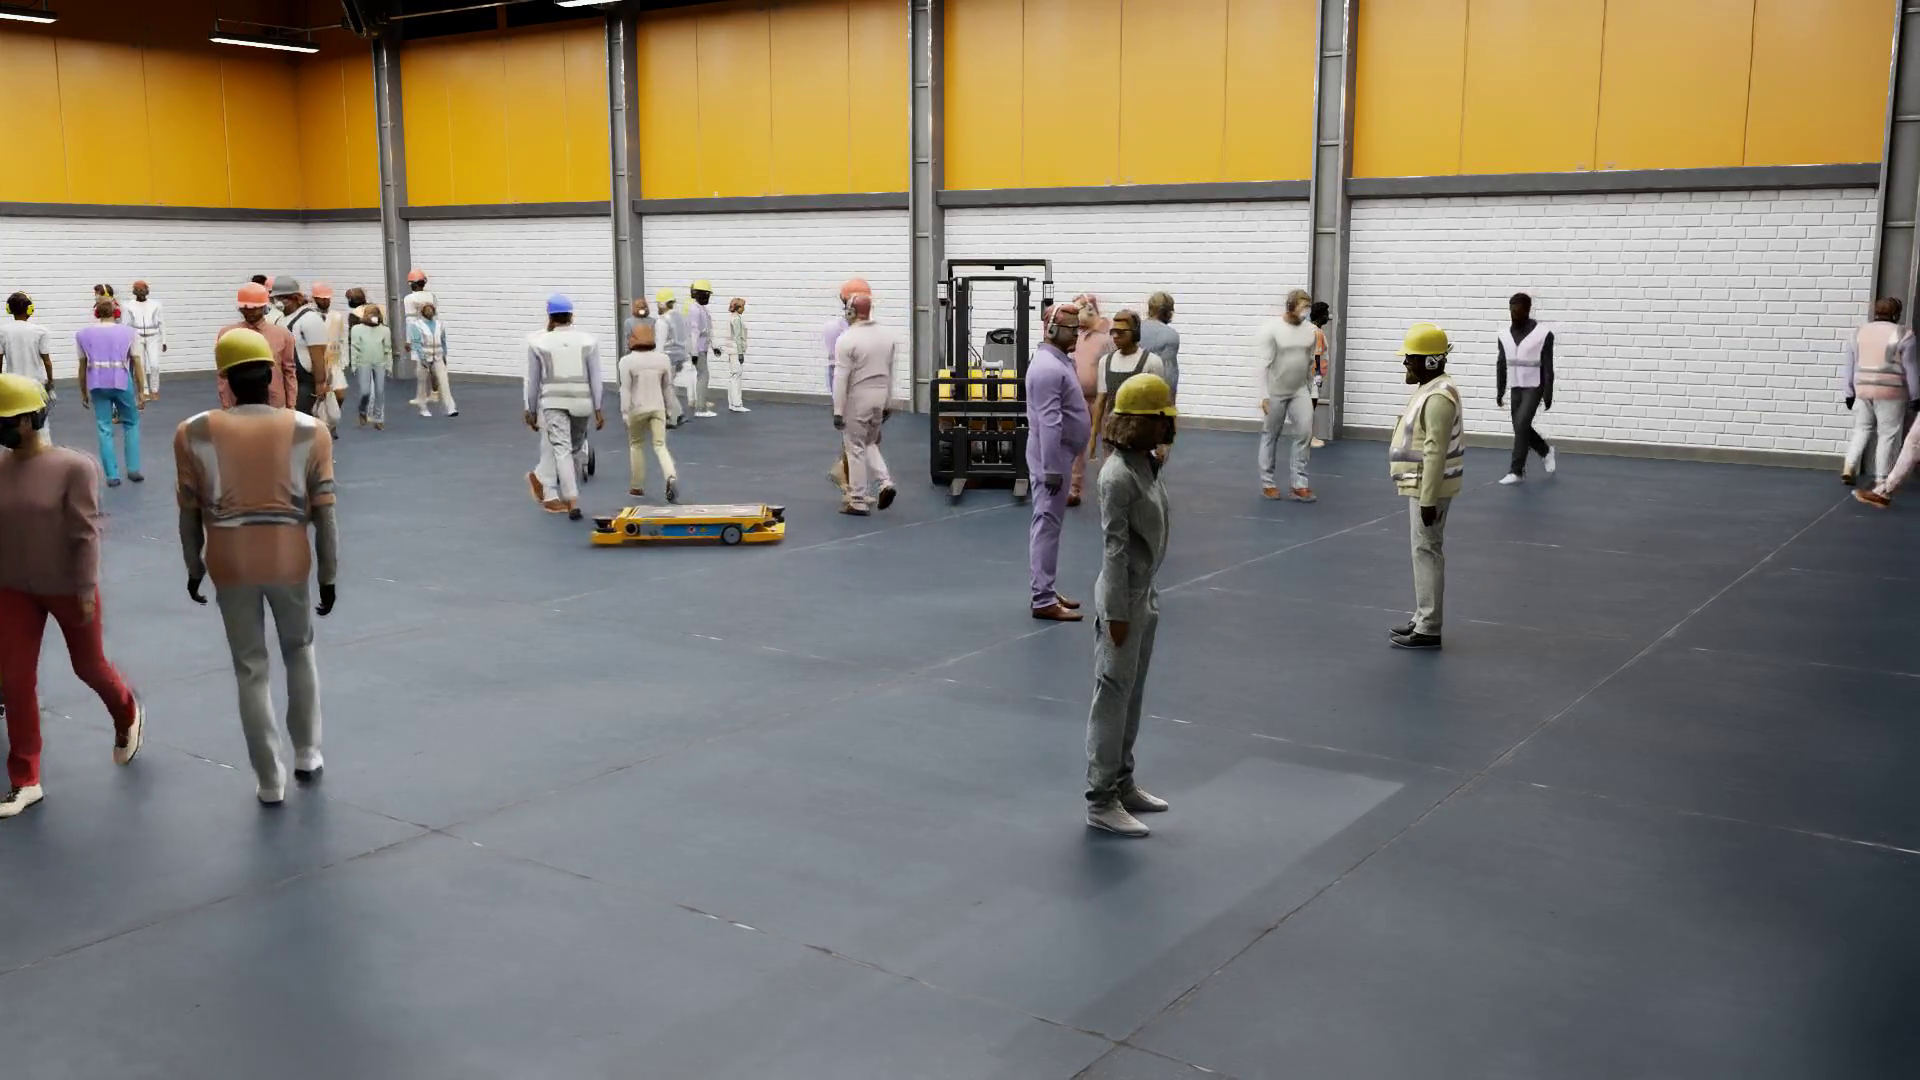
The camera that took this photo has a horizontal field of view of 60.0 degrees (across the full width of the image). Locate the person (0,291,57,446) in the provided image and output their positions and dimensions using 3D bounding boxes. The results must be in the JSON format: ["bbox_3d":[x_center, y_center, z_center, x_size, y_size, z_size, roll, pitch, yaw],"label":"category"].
[{"bbox_3d":[-9.000,-1.455,16.037,0.515,1.872,0.333,-2,10,-13],"label":"person"}]

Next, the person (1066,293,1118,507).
[{"bbox_3d":[1.126,-1.199,14.473,0.680,1.873,0.768,7,12,37],"label":"person"}]

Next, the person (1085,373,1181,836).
[{"bbox_3d":[0.673,0.235,6.348,0.324,1.742,0.492,4,10,21],"label":"person"}]

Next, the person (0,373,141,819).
[{"bbox_3d":[-3.676,0.173,6.756,0.512,1.727,0.843,0,10,-1],"label":"person"}]

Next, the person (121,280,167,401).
[{"bbox_3d":[-12.500,-3.039,25.493,0.615,1.859,0.646,-5,11,-28],"label":"person"}]

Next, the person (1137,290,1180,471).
[{"bbox_3d":[1.600,-1.165,14.192,0.655,1.910,0.453,9,13,42],"label":"person"}]

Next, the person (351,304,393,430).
[{"bbox_3d":[-7.513,-2.205,21.228,0.527,1.614,0.396,-7,12,-35],"label":"person"}]

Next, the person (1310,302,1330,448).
[{"bbox_3d":[4.128,-1.919,19.335,0.320,1.694,0.532,2,10,10],"label":"person"}]

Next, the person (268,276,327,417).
[{"bbox_3d":[-6.519,-1.538,16.022,0.706,2.000,0.788,8,13,41],"label":"person"}]

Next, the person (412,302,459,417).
[{"bbox_3d":[-7.237,-2.465,22.866,0.523,1.589,0.881,-9,13,-44],"label":"person"}]

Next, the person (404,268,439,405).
[{"bbox_3d":[-8.102,-3.047,24.994,0.366,2.047,0.607,5,11,28],"label":"person"}]

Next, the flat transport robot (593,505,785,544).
[{"bbox_3d":[-2.082,-0.131,12.905,1.431,0.197,0.652,-1,10,-5],"label":"flat transport robot"}]

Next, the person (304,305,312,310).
[{"bbox_3d":[-8.597,-2.347,21.361,0.669,1.870,0.690,-8,13,-40],"label":"person"}]

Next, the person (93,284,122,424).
[{"bbox_3d":[-11.306,-2.447,21.975,0.534,1.854,0.571,-5,11,-26],"label":"person"}]

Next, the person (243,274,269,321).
[{"bbox_3d":[-10.857,-3.172,26.019,0.645,1.946,0.617,3,10,16],"label":"person"}]

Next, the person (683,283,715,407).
[{"bbox_3d":[-3.871,-2.879,24.619,0.429,1.841,0.641,-5,11,-26],"label":"person"}]

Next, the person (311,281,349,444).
[{"bbox_3d":[-7.497,-2.080,19.625,0.554,1.923,0.445,-9,13,-43],"label":"person"}]

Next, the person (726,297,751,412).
[{"bbox_3d":[-3.205,-2.658,23.884,0.309,1.640,0.514,-3,10,-18],"label":"person"}]

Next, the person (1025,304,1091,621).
[{"bbox_3d":[0.596,-0.475,10.101,0.399,1.905,0.642,1,10,4],"label":"person"}]

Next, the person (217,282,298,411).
[{"bbox_3d":[-5.758,-1.114,13.660,0.609,1.986,0.391,-4,10,-21],"label":"person"}]

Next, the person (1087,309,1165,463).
[{"bbox_3d":[1.122,-0.694,11.650,0.522,1.822,0.659,8,12,40],"label":"person"}]

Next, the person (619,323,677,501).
[{"bbox_3d":[-2.812,-1.156,15.024,0.508,1.604,0.736,-5,11,-29],"label":"person"}]

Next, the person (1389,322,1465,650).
[{"bbox_3d":[2.595,-0.296,9.287,0.403,1.825,0.595,2,10,14],"label":"person"}]

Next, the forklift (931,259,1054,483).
[{"bbox_3d":[0.370,-1.738,16.759,1.214,2.155,2.313,1,10,3],"label":"forklift"}]

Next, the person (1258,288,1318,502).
[{"bbox_3d":[2.953,-1.278,14.857,0.665,1.907,0.767,-3,10,-18],"label":"person"}]

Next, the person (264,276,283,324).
[{"bbox_3d":[-8.352,-2.230,20.350,0.545,1.975,0.628,9,13,44],"label":"person"}]

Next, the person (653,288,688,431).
[{"bbox_3d":[-3.696,-2.280,21.124,0.419,1.811,0.590,3,10,16],"label":"person"}]

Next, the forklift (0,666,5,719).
[{"bbox_3d":[-5.296,-0.090,6.943,1.214,2.155,2.313,7,12,35],"label":"forklift"}]

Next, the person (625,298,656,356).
[{"bbox_3d":[-4.684,-2.755,24.496,0.529,1.615,0.479,-4,10,-21],"label":"person"}]

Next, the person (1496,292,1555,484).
[{"bbox_3d":[5.604,-1.495,16.315,0.820,1.873,0.606,-7,12,-34],"label":"person"}]

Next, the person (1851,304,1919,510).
[{"bbox_3d":[8.264,-1.195,14.247,1.001,1.941,0.642,7,12,36],"label":"person"}]

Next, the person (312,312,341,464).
[{"bbox_3d":[-6.829,-1.609,17.666,0.400,1.624,0.536,1,10,8],"label":"person"}]

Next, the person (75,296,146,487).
[{"bbox_3d":[-8.191,-1.439,16.091,0.594,1.816,0.705,-3,10,-17],"label":"person"}]

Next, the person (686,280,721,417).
[{"bbox_3d":[-3.586,-2.658,23.131,0.463,1.907,0.579,-2,10,-10],"label":"person"}]

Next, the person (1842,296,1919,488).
[{"bbox_3d":[8.672,-1.366,15.635,0.471,1.834,0.662,-5,11,-28],"label":"person"}]

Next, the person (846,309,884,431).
[{"bbox_3d":[-1.138,-2.086,20.374,0.625,1.674,0.555,8,13,41],"label":"person"}]

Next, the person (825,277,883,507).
[{"bbox_3d":[-0.933,-1.295,14.625,0.499,2.022,0.629,6,11,33],"label":"person"}]

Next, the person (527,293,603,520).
[{"bbox_3d":[-3.331,-1.135,14.086,0.619,1.899,1.025,-4,10,-23],"label":"person"}]

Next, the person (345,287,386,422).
[{"bbox_3d":[-8.010,-2.470,22.285,0.618,1.809,0.679,2,10,12],"label":"person"}]

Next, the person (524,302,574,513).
[{"bbox_3d":[-3.611,-1.180,14.445,0.741,1.858,0.697,6,11,32],"label":"person"}]

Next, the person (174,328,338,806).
[{"bbox_3d":[-2.839,0.096,6.748,0.580,1.890,0.712,-5,11,-25],"label":"person"}]

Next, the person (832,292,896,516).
[{"bbox_3d":[-0.841,-1.141,14.076,0.427,1.895,0.666,8,13,40],"label":"person"}]

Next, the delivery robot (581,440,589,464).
[{"bbox_3d":[-3.868,-0.918,16.466,0.477,0.478,0.707,-3,10,-15],"label":"delivery robot"}]
